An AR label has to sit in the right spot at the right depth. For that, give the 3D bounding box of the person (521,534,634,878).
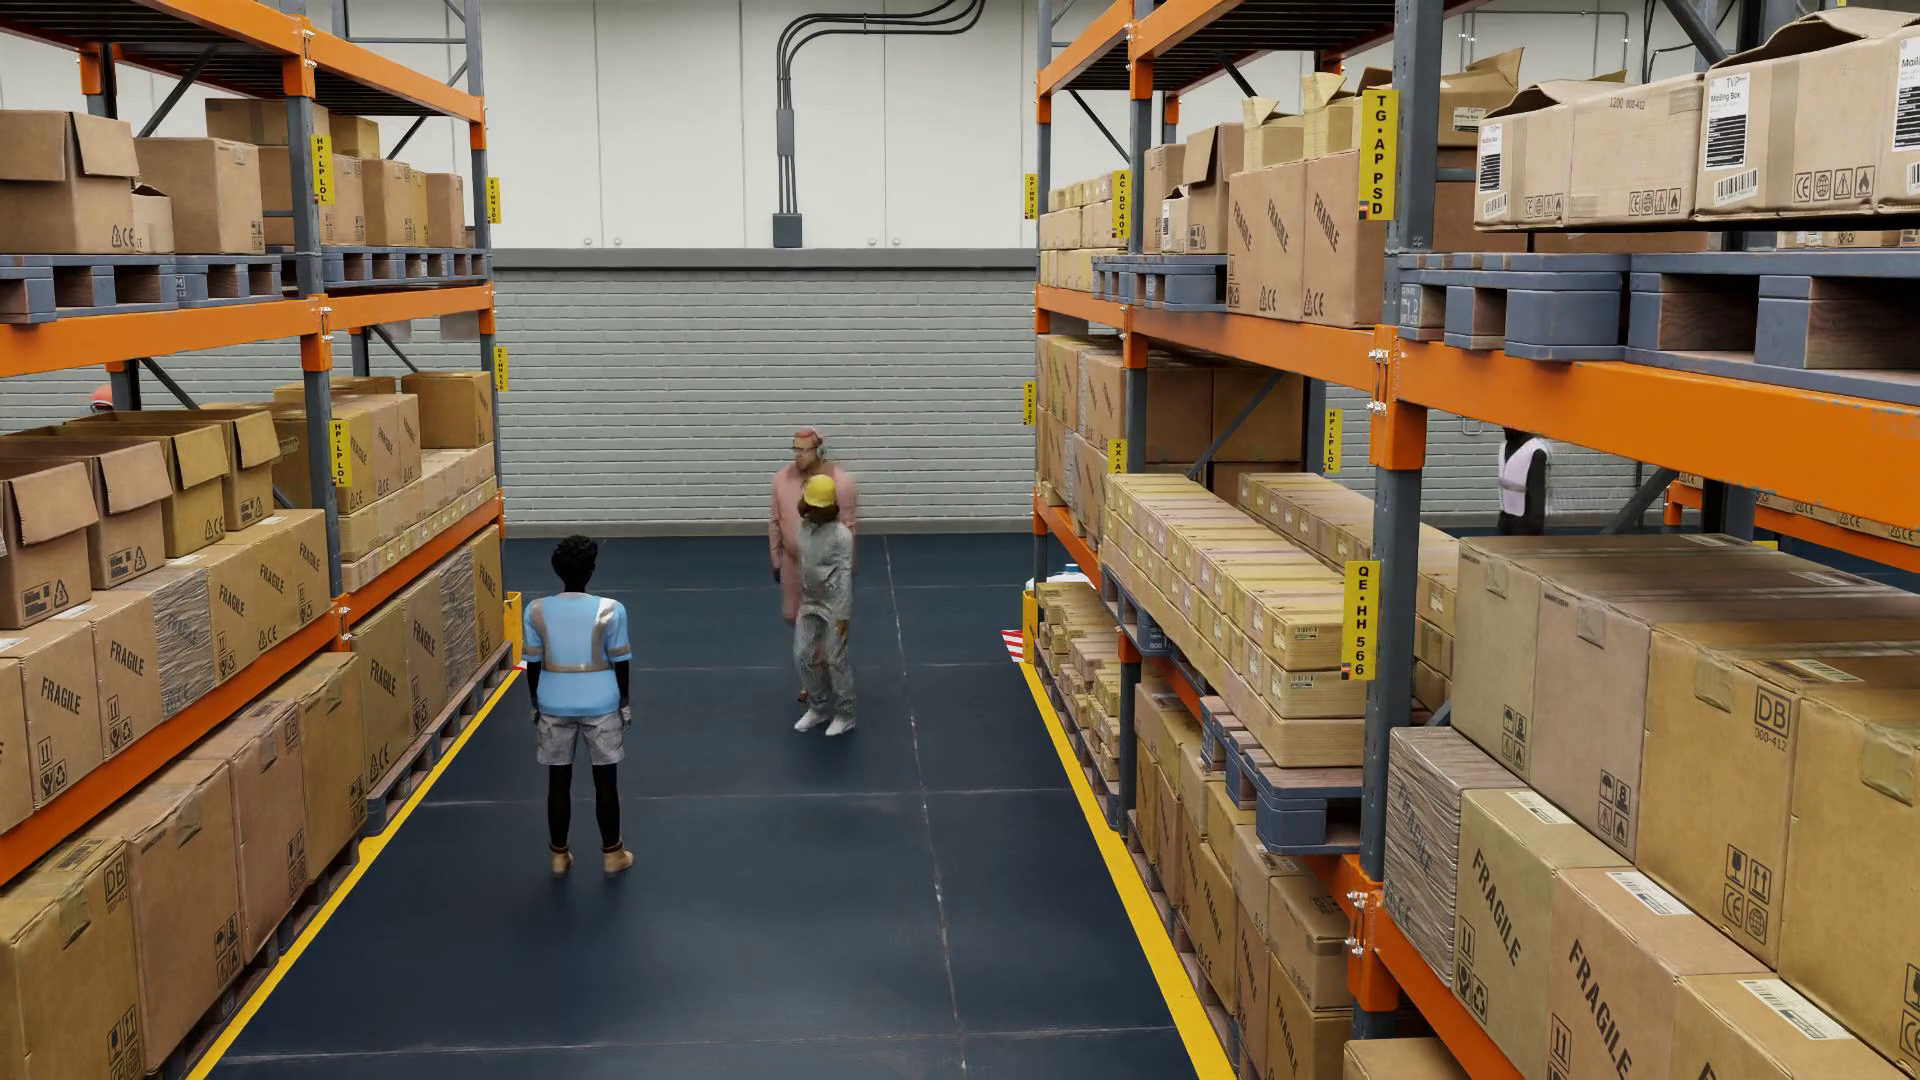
[{"bbox_3d":[-1.860,0.818,8.138,0.537,1.695,0.321,0,10,3],"label":"person"}]

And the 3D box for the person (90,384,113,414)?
[{"bbox_3d":[-7.027,-0.299,13.859,0.623,1.992,0.421,-1,10,-8],"label":"person"}]

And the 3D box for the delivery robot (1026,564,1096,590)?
[{"bbox_3d":[0.901,0.436,13.467,0.707,0.478,0.477,3,10,18],"label":"delivery robot"}]

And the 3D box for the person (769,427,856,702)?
[{"bbox_3d":[-1.017,0.135,11.627,0.650,1.887,0.737,4,10,21],"label":"person"}]

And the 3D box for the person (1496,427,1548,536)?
[{"bbox_3d":[4.615,-0.199,13.554,0.677,1.897,0.590,-2,10,-11],"label":"person"}]

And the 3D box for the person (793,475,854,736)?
[{"bbox_3d":[-0.837,0.415,10.473,0.501,1.702,0.517,7,12,35],"label":"person"}]
